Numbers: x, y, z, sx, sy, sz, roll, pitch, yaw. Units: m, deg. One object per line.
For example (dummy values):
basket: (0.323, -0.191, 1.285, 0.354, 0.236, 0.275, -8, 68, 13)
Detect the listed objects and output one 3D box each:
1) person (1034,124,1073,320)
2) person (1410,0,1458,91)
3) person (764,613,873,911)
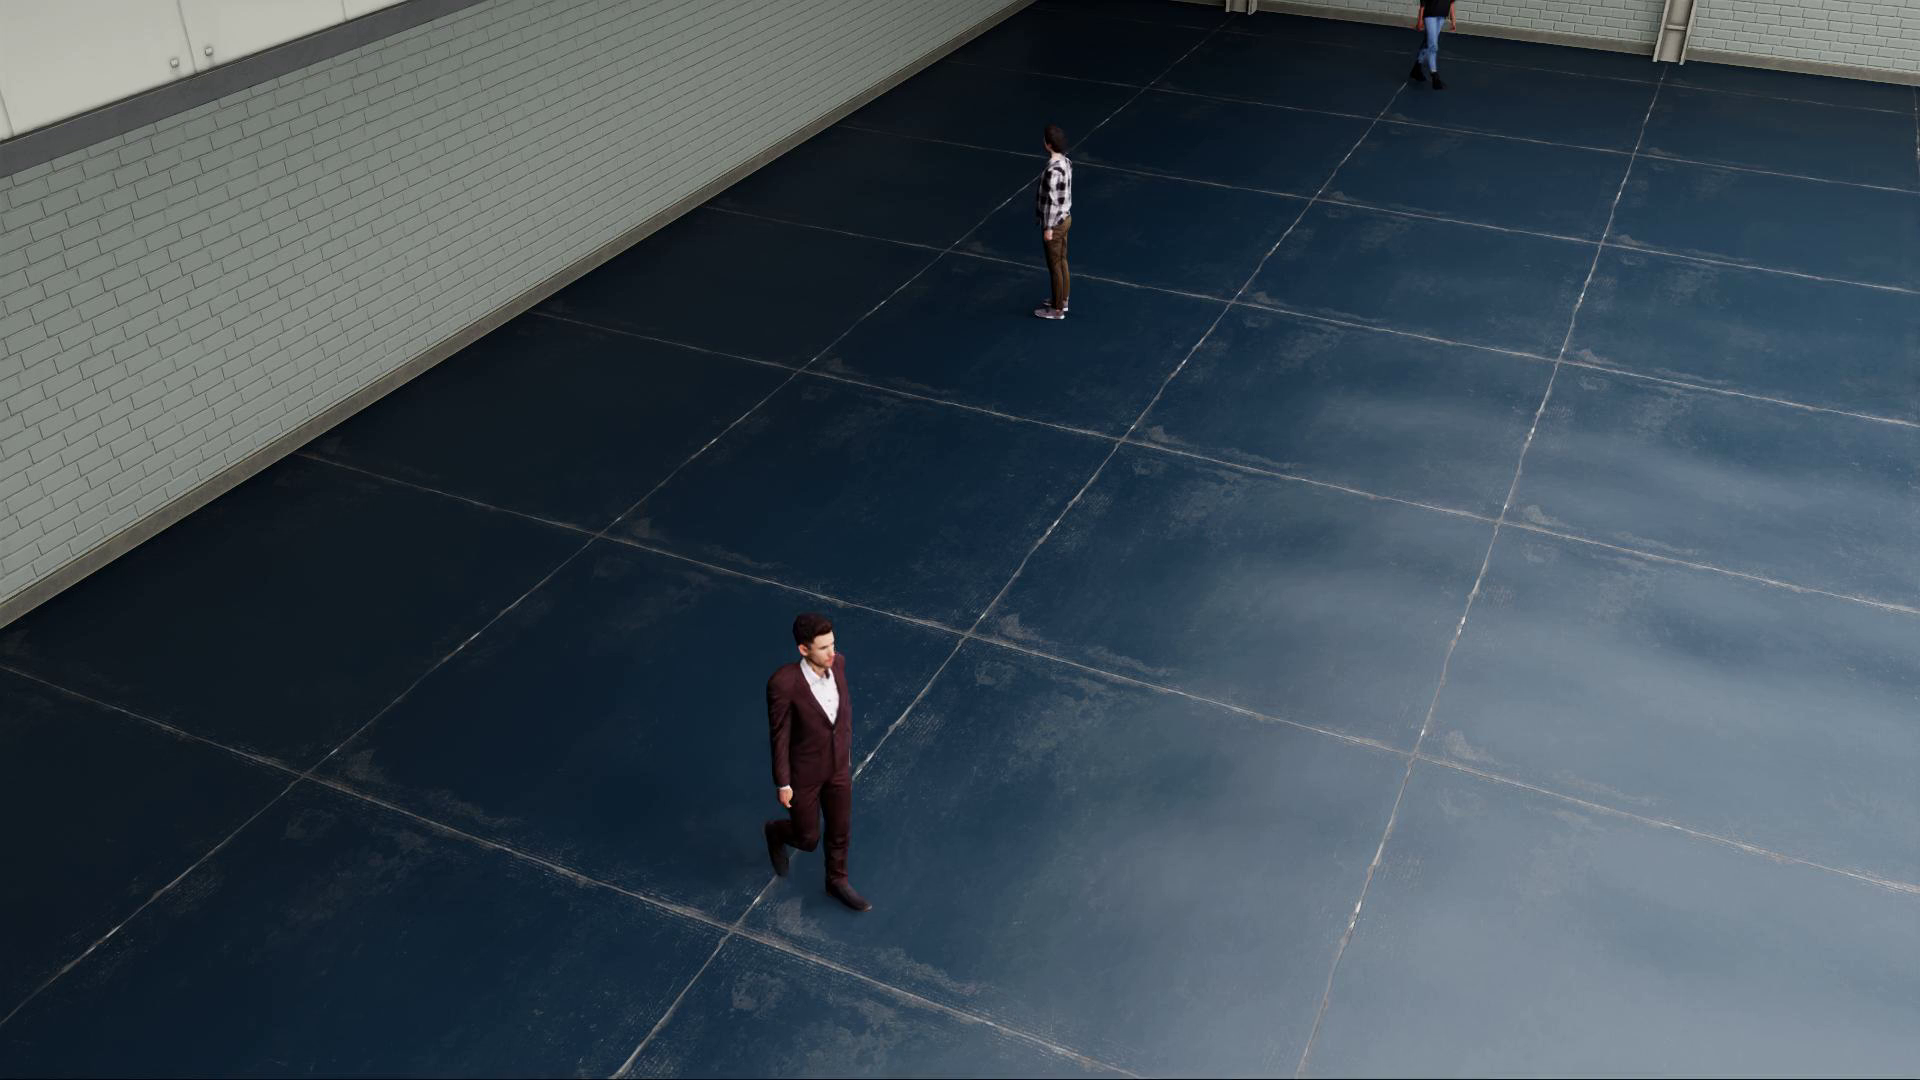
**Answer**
person: (0.872, -2.892, 15.106, 0.532, 1.807, 0.634, 11, 34, 17)
person: (5.977, -6.624, 21.157, 0.994, 1.663, 1.102, -14, 35, -22)
person: (-0.810, 1.136, 8.676, 1.046, 1.854, 0.879, 28, 42, 36)
